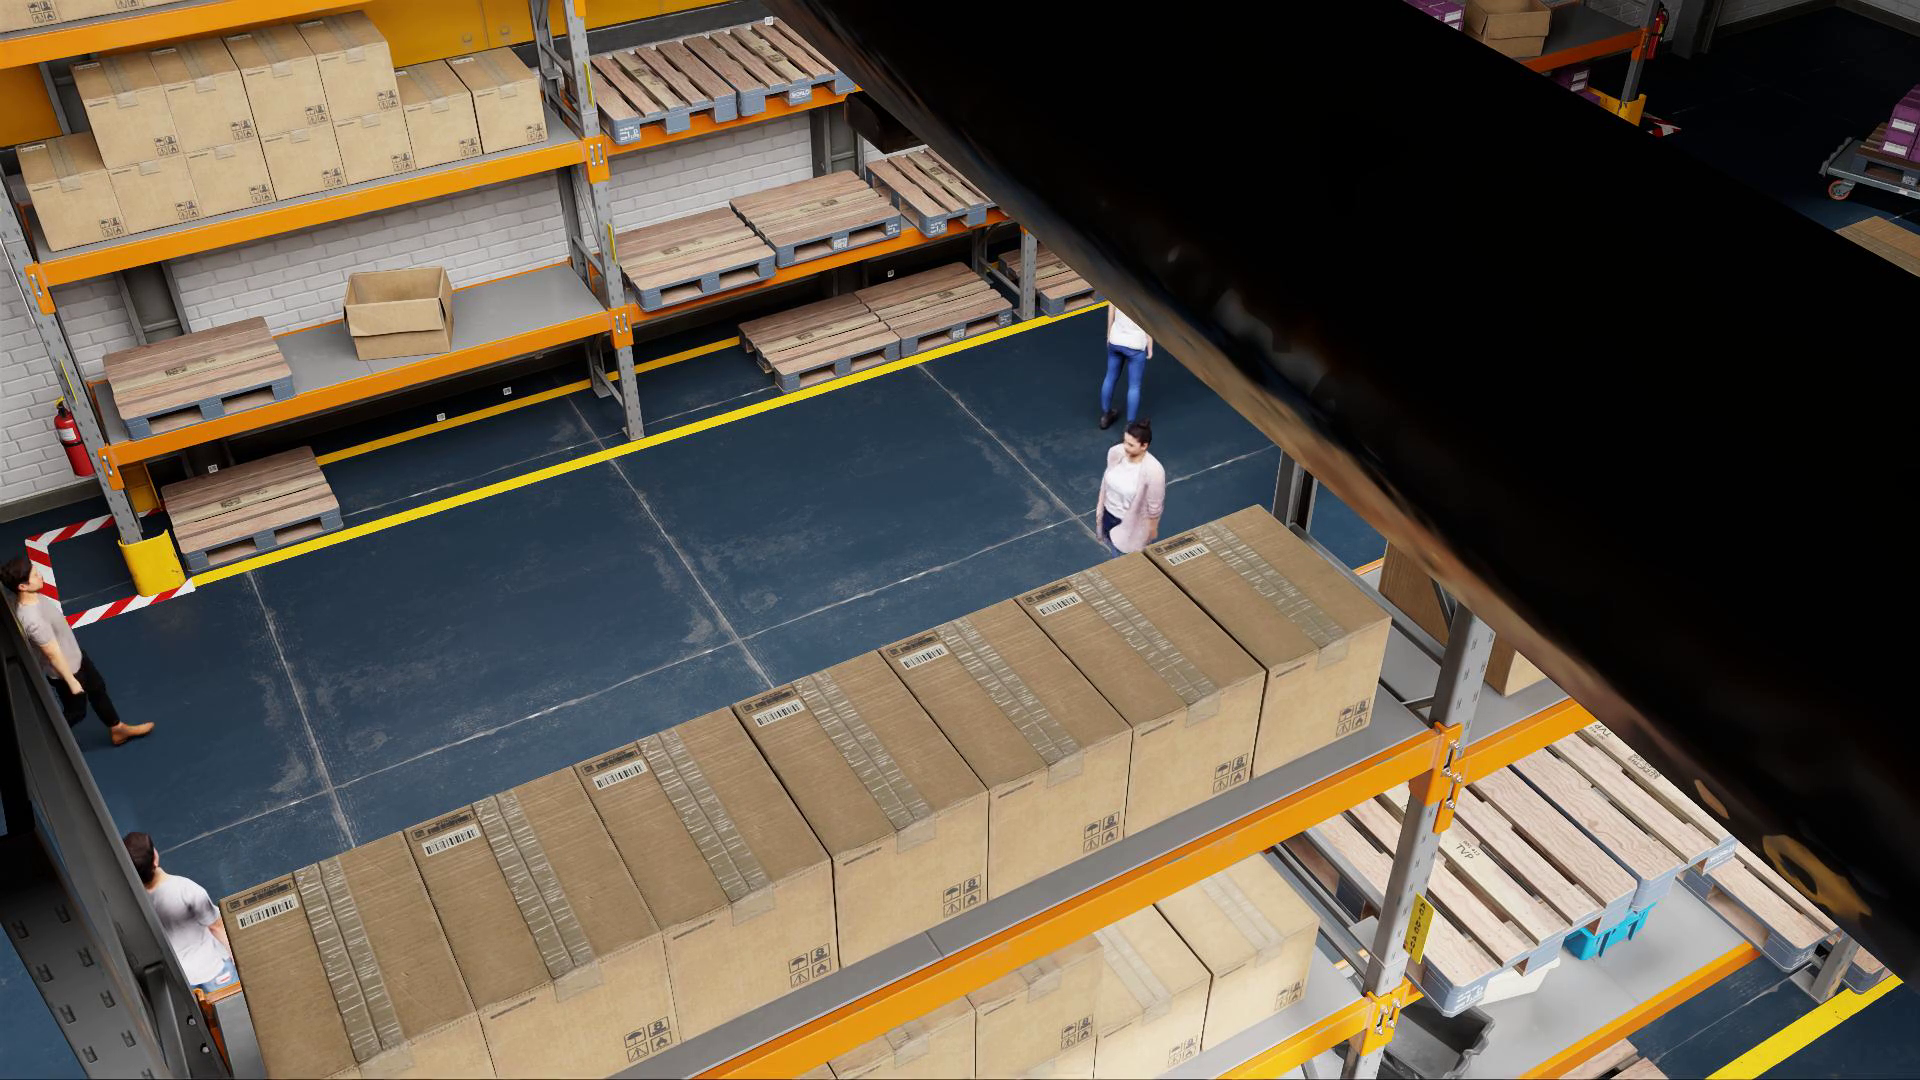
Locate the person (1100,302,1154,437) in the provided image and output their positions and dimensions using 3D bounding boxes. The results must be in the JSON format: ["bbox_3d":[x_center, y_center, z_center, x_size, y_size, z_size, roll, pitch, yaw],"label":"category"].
[{"bbox_3d":[1.414,-1.628,14.033,0.672,1.682,0.671,24,44,27],"label":"person"}]

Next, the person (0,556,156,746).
[{"bbox_3d":[-5.995,0.835,10.938,1.037,1.695,0.619,-21,43,-24],"label":"person"}]

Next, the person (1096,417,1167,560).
[{"bbox_3d":[1.310,-0.202,12.217,1.064,1.720,0.710,-22,44,-26],"label":"person"}]

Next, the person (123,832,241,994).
[{"bbox_3d":[-4.185,2.241,9.019,0.676,1.894,0.812,-2,39,-2],"label":"person"}]
